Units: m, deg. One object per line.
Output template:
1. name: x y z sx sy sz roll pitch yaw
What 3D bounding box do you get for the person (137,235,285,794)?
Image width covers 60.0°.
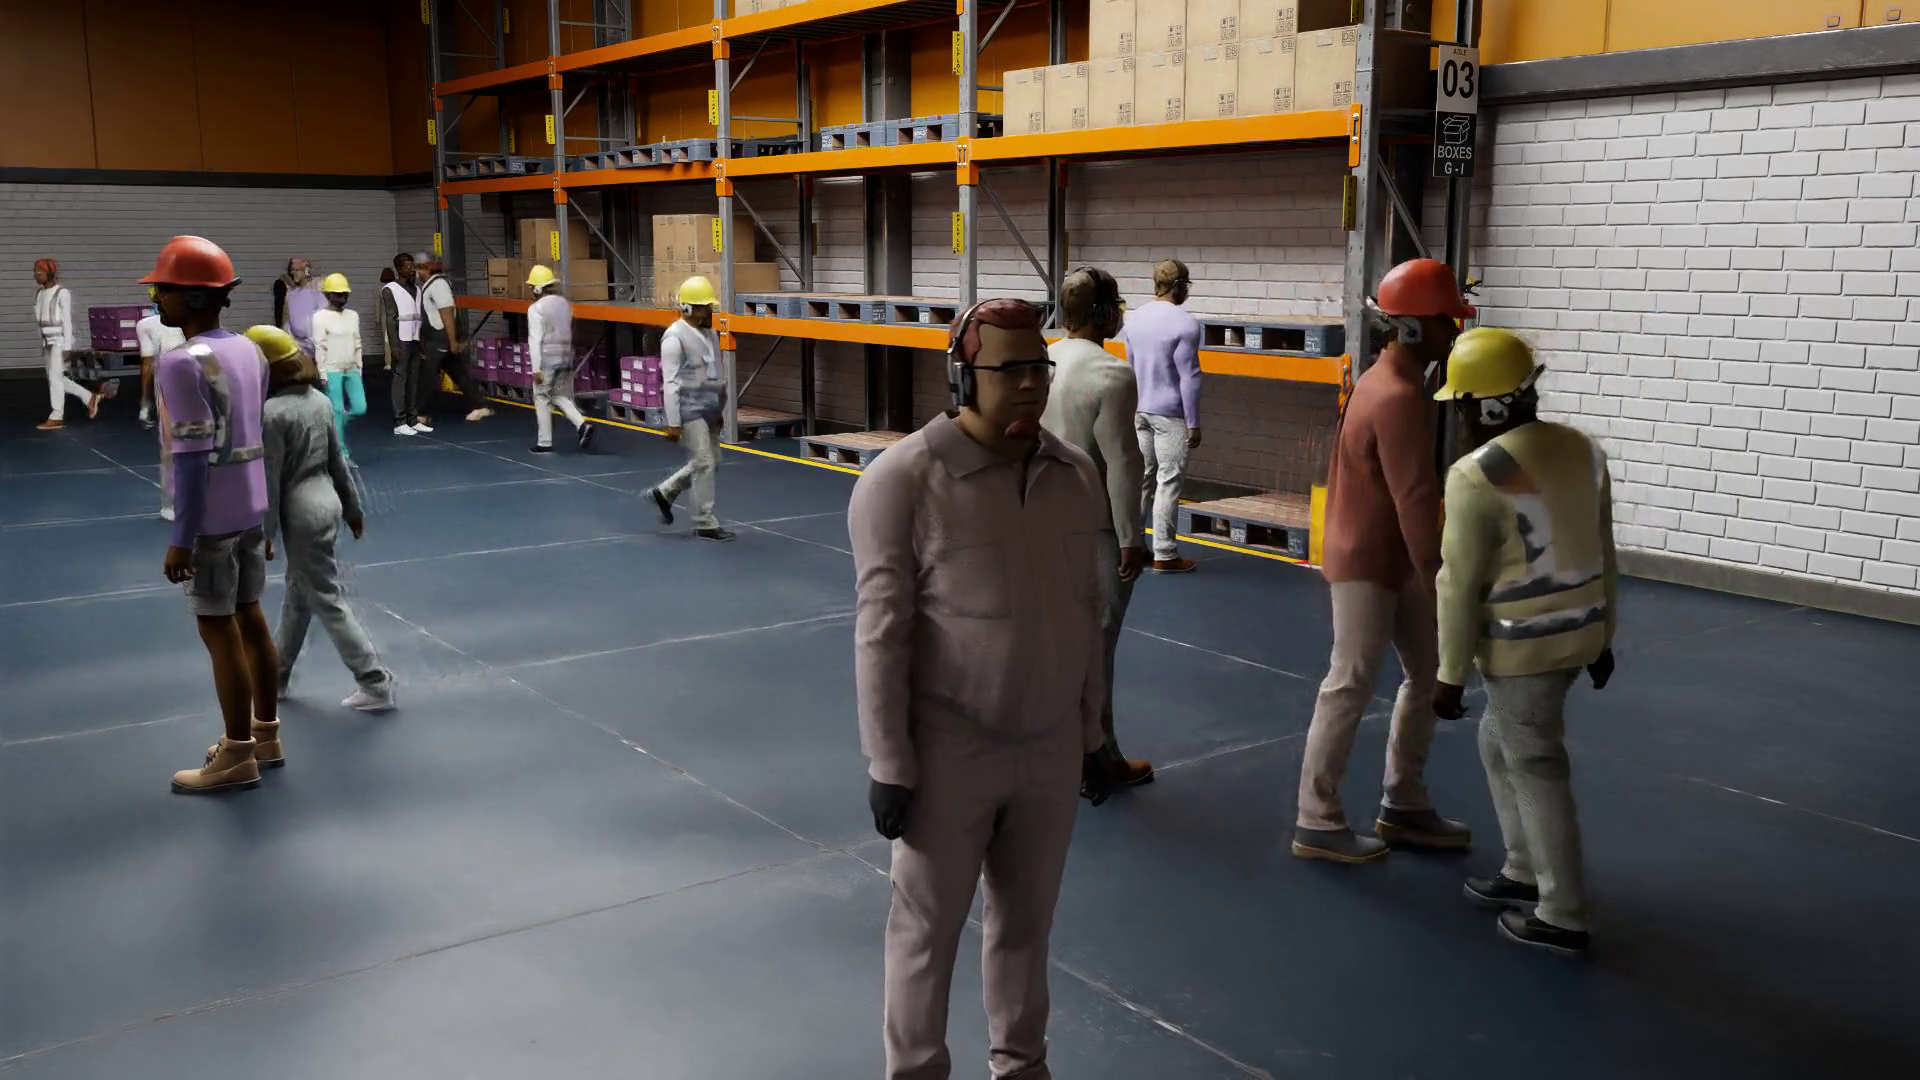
1. person: -2.765 -0.088 6.161 0.361 2.048 0.611 0 10 0

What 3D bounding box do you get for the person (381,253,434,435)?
1. person: -5.903 -2.086 17.714 0.390 1.920 0.588 3 10 14

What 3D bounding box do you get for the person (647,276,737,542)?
1. person: -1.849 -0.883 11.295 0.638 1.806 0.599 3 11 18

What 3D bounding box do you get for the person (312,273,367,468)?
1. person: -5.631 -1.522 15.019 0.480 1.758 0.525 6 12 29

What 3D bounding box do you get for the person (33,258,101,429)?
1. person: -9.883 -2.163 18.331 0.580 1.865 0.741 6 12 32

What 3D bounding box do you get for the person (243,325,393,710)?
1. person: -2.841 -0.086 7.181 0.830 1.677 0.555 2 10 9

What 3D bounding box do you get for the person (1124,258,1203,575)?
1. person: 1.253 -0.756 10.237 0.361 1.932 0.627 -7 12 -32

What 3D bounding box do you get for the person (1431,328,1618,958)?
1. person: 1.579 0.300 4.735 0.601 1.787 0.569 -9 14 -42

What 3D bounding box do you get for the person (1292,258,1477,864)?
1. person: 1.443 0.094 5.354 0.725 1.968 0.607 3 11 17

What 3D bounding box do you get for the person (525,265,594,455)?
1. person: -3.857 -1.701 15.839 0.563 1.816 0.610 5 11 26

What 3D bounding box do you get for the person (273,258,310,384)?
1. person: -9.542 -3.143 23.935 0.576 1.812 0.648 4 11 20

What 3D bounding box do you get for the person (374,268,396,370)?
1. person: -9.120 -3.542 26.665 0.497 1.634 0.279 -5 11 -27

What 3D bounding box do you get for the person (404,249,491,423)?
1. person: -5.831 -2.340 18.794 1.004 2.000 0.740 -3 11 -17

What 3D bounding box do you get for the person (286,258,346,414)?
1. person: -7.466 -2.284 19.006 0.640 1.855 0.999 3 11 19

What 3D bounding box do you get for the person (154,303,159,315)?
1. person: -8.772 -2.156 18.743 0.556 1.695 0.380 -3 11 -16

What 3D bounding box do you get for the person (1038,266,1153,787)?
1. person: 0.475 -0.044 6.223 0.372 1.940 0.630 -6 12 -31

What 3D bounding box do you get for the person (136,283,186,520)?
1. person: -5.590 -0.992 11.910 0.581 1.816 0.972 -8 13 -39

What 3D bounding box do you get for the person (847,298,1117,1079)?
1. person: 0.079 0.442 3.589 0.636 1.911 0.405 -7 12 -34
